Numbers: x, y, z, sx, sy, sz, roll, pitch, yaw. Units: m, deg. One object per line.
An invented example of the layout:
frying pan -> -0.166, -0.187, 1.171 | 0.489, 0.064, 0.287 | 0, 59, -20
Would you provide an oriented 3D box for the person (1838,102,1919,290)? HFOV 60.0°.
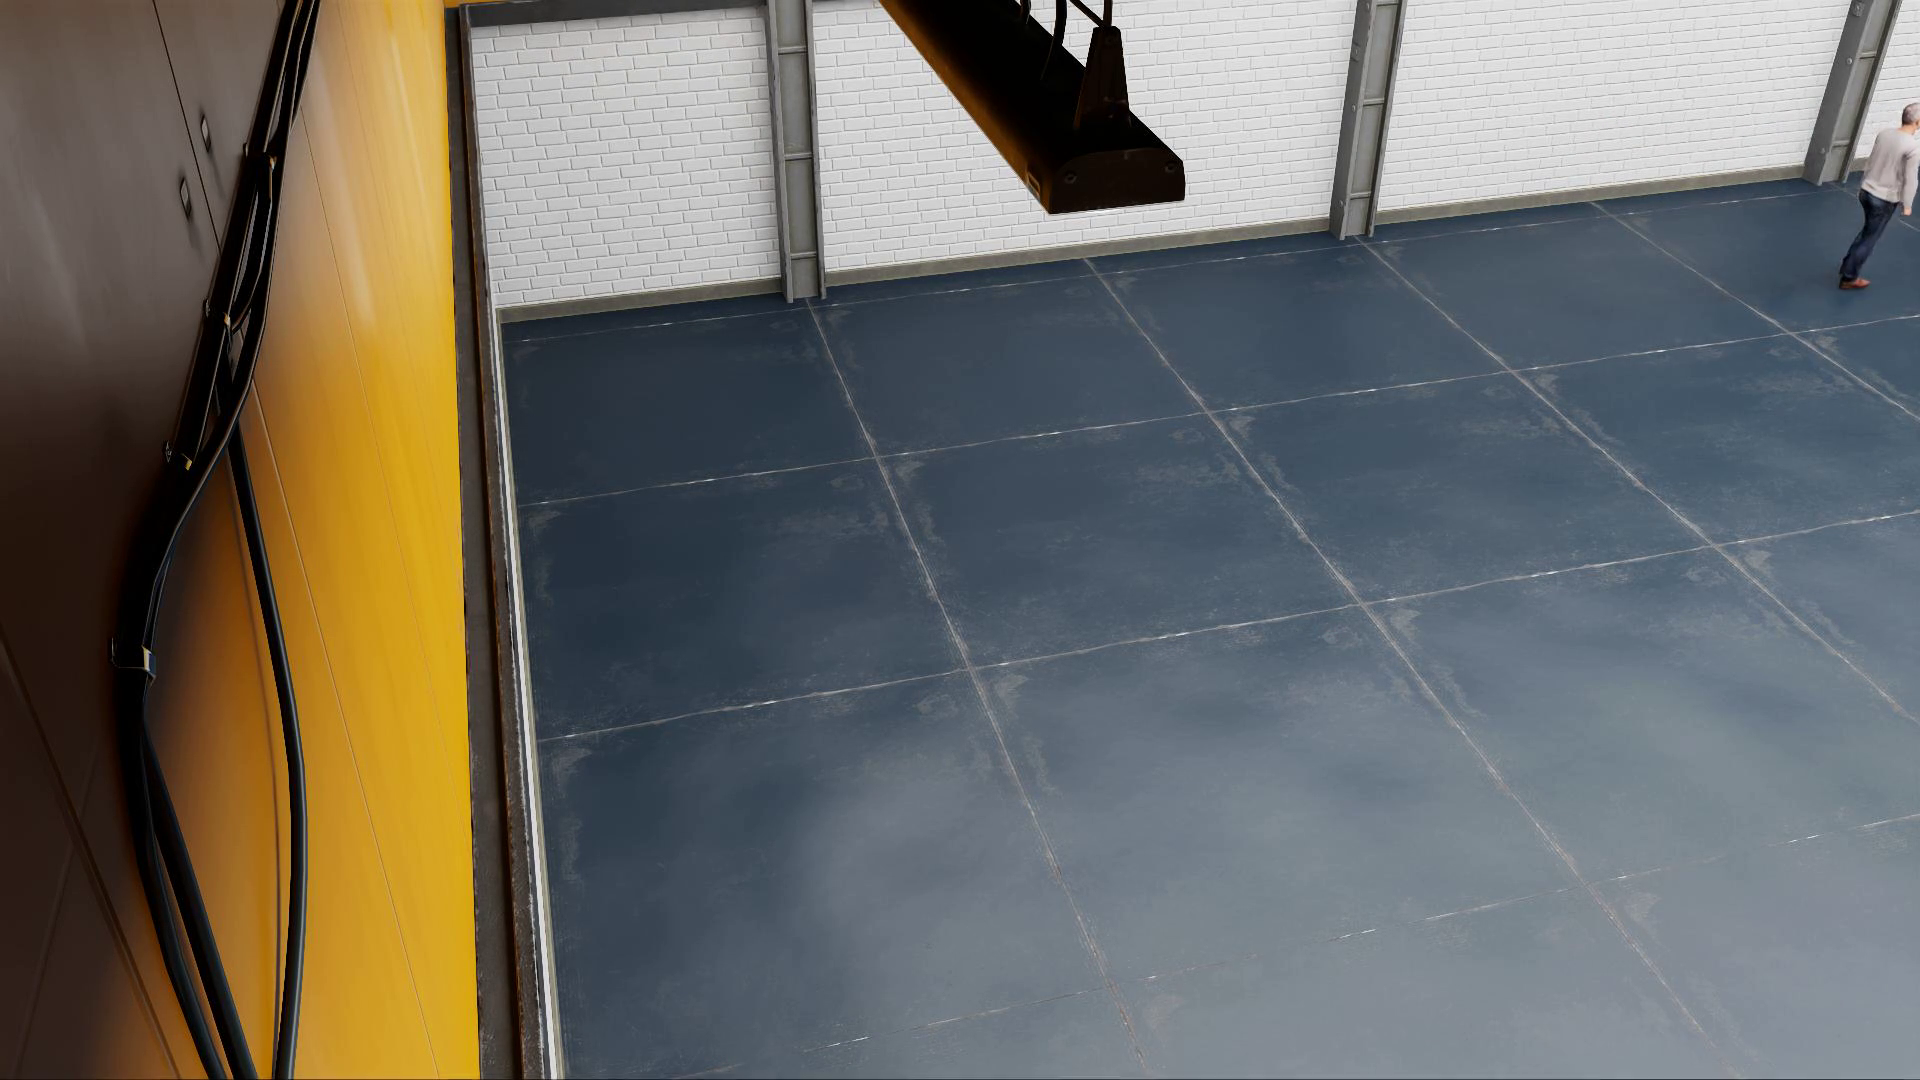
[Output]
person -> 8.963, -3.347, 16.326 | 0.680, 1.891, 0.766 | -5, 34, -8
